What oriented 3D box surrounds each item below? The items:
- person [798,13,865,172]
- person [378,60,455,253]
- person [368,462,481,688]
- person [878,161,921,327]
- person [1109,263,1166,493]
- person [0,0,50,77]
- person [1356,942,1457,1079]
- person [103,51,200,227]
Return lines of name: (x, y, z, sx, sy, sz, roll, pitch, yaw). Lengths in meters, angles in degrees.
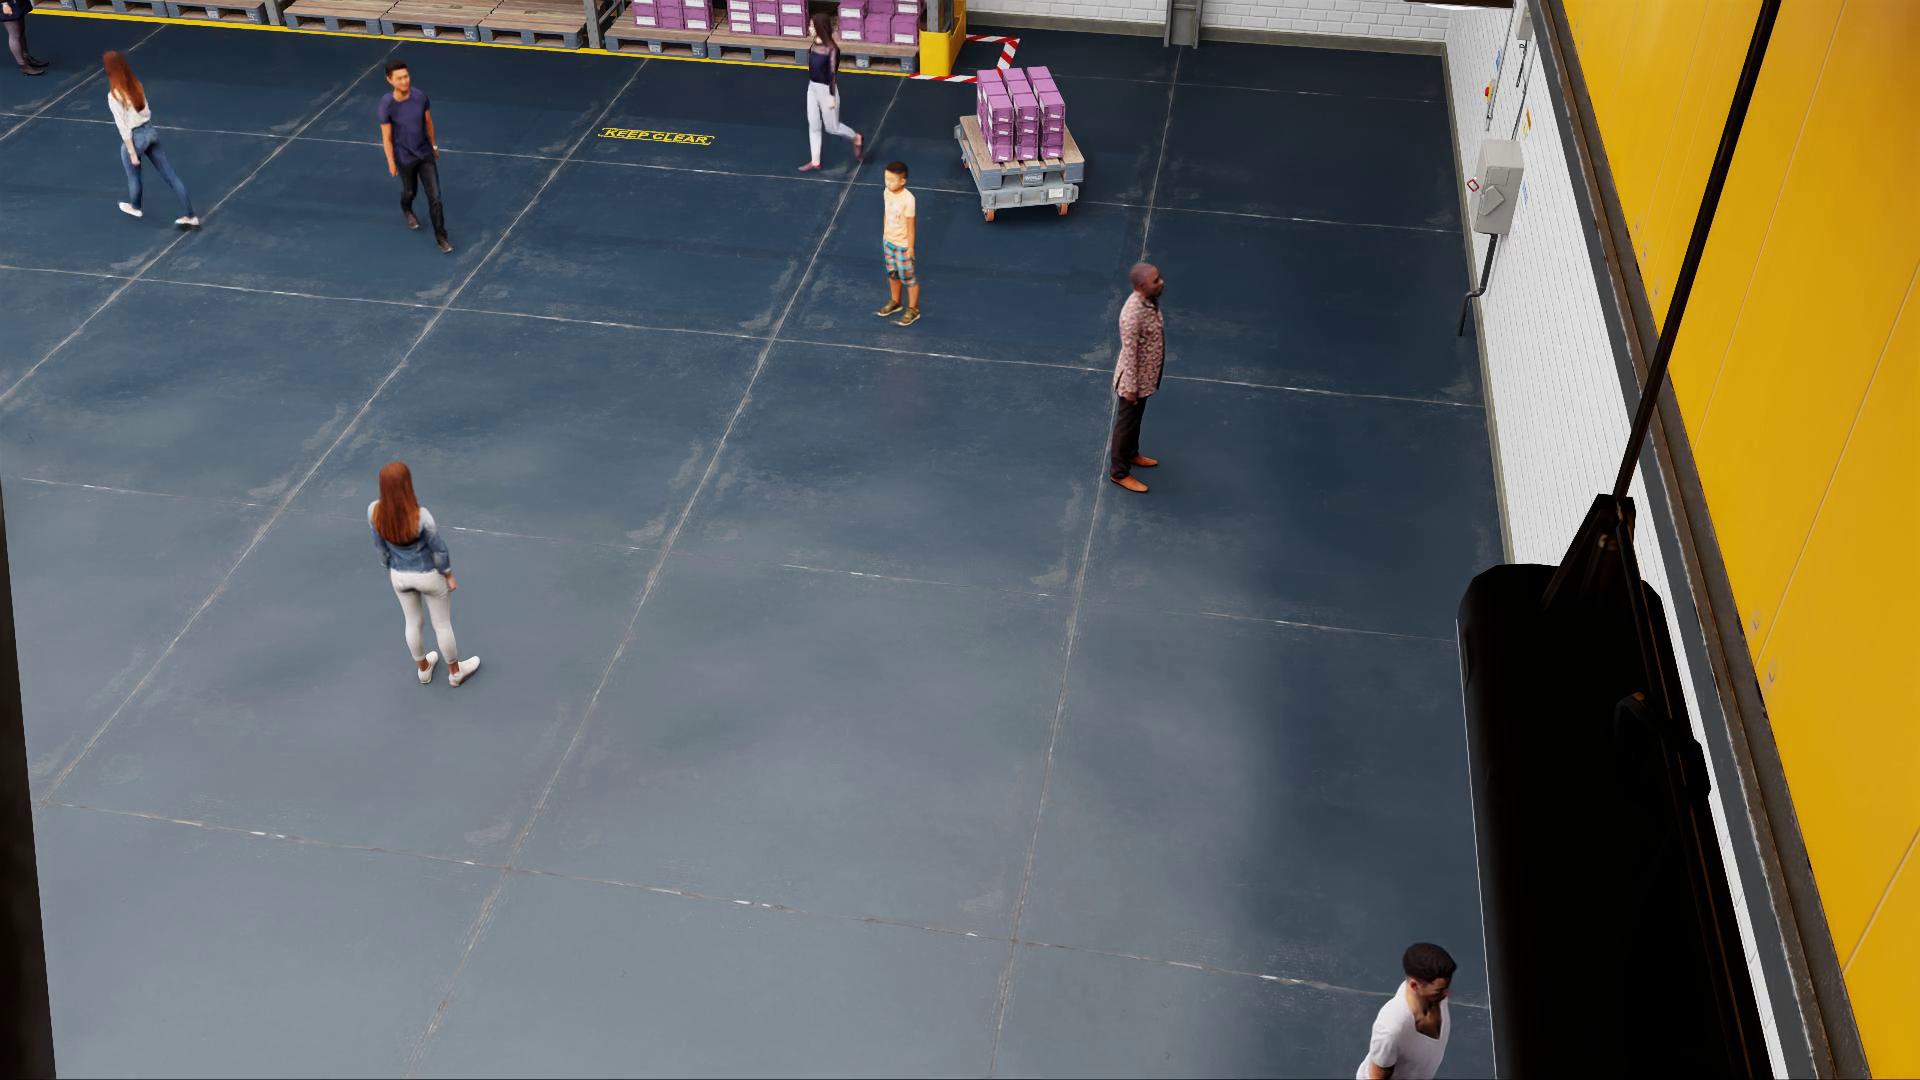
person: (-1.286, -4.399, 16.393, 1.027, 1.593, 0.954, -21, 43, -24)
person: (-5.020, -3.539, 15.178, 1.112, 1.764, 1.177, -24, 44, -27)
person: (-3.430, 0.232, 10.507, 0.433, 1.701, 0.671, 6, 39, 8)
person: (-0.508, -2.551, 14.185, 0.571, 1.460, 0.653, 31, 48, 33)
person: (1.294, -1.229, 12.252, 0.639, 1.806, 0.713, 12, 40, 15)
person: (-10.489, -5.963, 18.287, 0.770, 1.673, 0.762, -7, 39, -9)
person: (1.976, 2.462, 7.596, 0.765, 1.849, 0.767, 28, 47, 31)
person: (-7.500, -3.662, 15.401, 1.173, 1.678, 0.779, 15, 41, 18)
